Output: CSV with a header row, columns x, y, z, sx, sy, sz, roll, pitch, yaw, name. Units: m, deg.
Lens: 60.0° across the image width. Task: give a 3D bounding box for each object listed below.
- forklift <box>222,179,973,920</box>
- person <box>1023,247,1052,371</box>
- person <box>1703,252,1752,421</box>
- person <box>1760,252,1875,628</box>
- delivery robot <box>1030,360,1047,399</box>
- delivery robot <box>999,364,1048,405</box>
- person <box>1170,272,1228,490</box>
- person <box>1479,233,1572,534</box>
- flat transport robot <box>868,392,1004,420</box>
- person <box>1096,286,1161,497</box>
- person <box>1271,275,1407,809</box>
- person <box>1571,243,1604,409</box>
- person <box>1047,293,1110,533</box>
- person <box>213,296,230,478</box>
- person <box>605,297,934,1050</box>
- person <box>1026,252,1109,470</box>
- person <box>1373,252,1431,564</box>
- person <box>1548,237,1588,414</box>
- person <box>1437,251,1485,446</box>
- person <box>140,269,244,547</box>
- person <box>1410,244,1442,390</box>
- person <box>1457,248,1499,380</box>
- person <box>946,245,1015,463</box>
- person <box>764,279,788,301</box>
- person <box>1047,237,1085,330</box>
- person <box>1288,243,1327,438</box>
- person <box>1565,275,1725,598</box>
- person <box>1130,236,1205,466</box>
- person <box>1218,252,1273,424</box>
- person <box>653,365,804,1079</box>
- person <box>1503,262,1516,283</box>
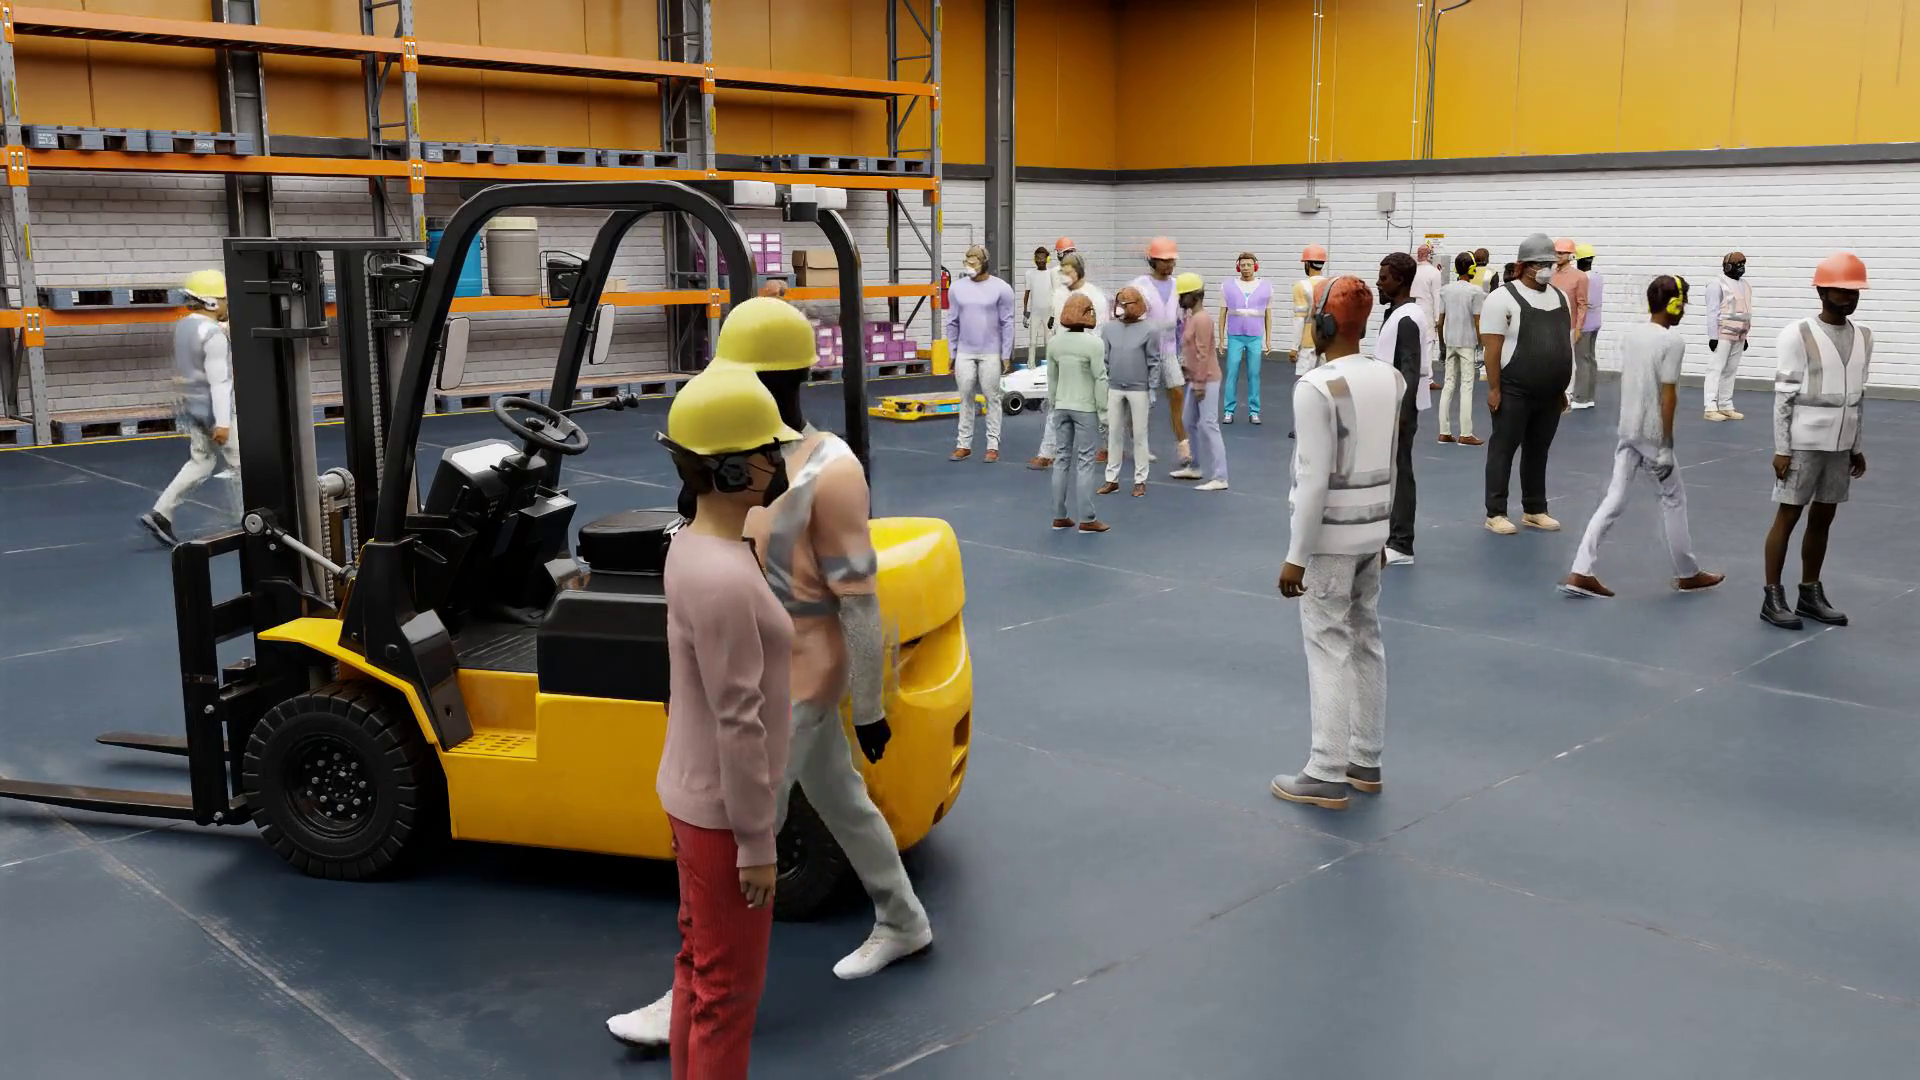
x,y,z,sx,sy,sz,roll,pitch,yaw,name
-1.114,-0.058,5.440,2.313,2.155,1.214,2,11,13,forklift
1.127,-3.093,22.900,0.521,1.861,0.319,1,10,6,person
8.436,-2.229,18.247,0.627,1.844,0.429,-6,12,-31,person
4.456,-0.506,8.586,0.547,1.938,0.379,-3,11,-15,person
1.005,-1.862,19.495,0.707,0.478,0.477,-3,11,-15,delivery robot
0.741,-1.763,18.958,0.707,0.478,0.477,-4,11,-22,delivery robot
1.909,-1.276,13.343,0.450,1.739,0.615,0,10,0,person
3.903,-1.061,11.328,0.683,2.000,0.537,-4,11,-22,person
-0.266,-1.515,18.634,1.431,0.197,0.652,-8,13,-37,flat transport robot
1.308,-1.150,12.929,0.501,1.631,0.286,6,12,28,person
1.346,0.011,5.913,0.585,1.882,0.337,-10,14,-43,person
7.269,-2.483,19.403,0.383,1.924,0.589,10,14,42,person
0.809,-0.865,11.362,0.500,1.636,0.284,10,14,42,person
-6.111,-1.332,13.907,0.314,1.639,0.515,1,10,6,person
-0.454,0.321,4.267,1.006,1.873,0.593,-6,12,-29,person
1.046,-1.561,14.518,1.056,1.882,0.631,-10,14,-43,person
2.702,-0.805,10.272,0.379,1.915,0.596,1,10,7,person
6.830,-2.440,18.968,0.375,1.997,0.611,-9,14,-40,person
4.852,-1.849,16.092,0.328,1.873,0.520,-8,13,-38,person
-4.895,-0.846,10.793,0.588,1.809,0.815,9,14,40,person
6.099,-2.929,21.885,0.409,1.908,0.641,-7,13,-35,person
7.266,-3.154,23.281,0.626,1.846,0.429,10,14,43,person
0.177,-1.654,14.857,0.629,1.935,0.372,4,11,21,person
-1.814,-1.715,16.080,0.517,1.610,0.754,9,14,41,person
1.385,-2.974,21.885,0.376,1.995,0.609,10,14,43,person
3.496,-1.963,16.525,0.547,1.938,0.377,-5,12,-27,person
3.852,-0.567,9.302,1.019,1.812,0.530,-4,11,-18,person
1.785,-1.628,14.533,0.608,1.998,0.952,-5,11,-25,person
3.061,-2.163,17.868,0.570,1.844,0.379,1,10,6,person
-0.455,0.535,3.368,0.307,1.772,0.526,-3,11,-17,person
6.663,-2.510,20.166,0.318,1.699,0.535,2,11,9,person
